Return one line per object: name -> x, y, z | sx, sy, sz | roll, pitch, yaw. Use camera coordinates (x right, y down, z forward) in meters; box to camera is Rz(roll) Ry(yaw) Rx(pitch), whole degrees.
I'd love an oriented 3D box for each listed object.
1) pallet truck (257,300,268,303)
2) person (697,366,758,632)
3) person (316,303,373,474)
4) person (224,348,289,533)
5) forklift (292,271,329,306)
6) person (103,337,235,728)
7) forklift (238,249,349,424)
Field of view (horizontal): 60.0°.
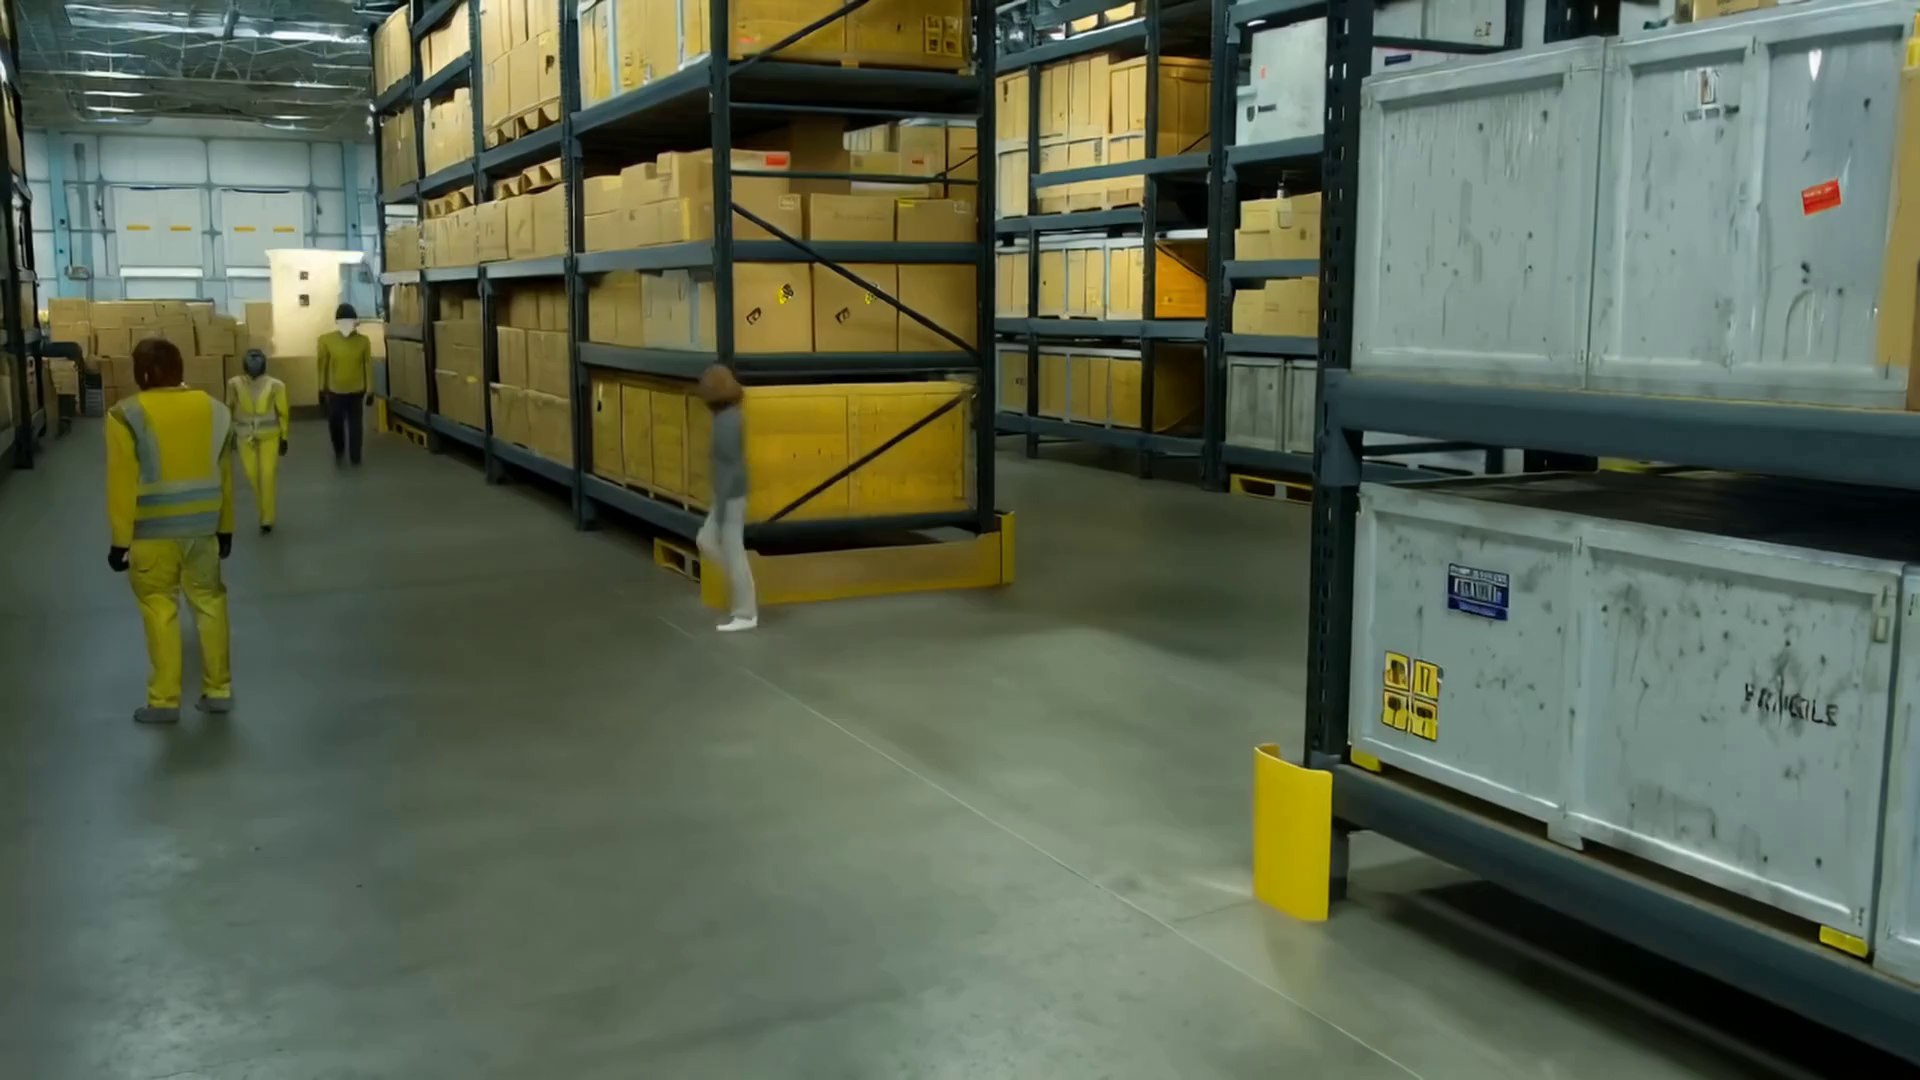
pallet truck -> -23.913, -7.404, 58.171 | 1.885, 1.965, 0.823 | -1, 8, -9
person -> -1.412, -0.246, 10.100 | 0.402, 1.607, 0.609 | -1, 8, -6
person -> -7.143, -1.763, 19.338 | 0.629, 1.978, 0.618 | -3, 9, -22
person -> -6.172, -0.894, 14.625 | 0.515, 1.602, 0.834 | -2, 8, -12
forklift -> -18.631, -6.347, 47.856 | 1.873, 2.768, 1.129 | 8, 12, 44
person -> -3.754, -0.037, 7.909 | 0.429, 1.841, 0.633 | 5, 10, 33
forklift -> -10.795, -3.352, 27.200 | 1.129, 2.768, 1.873 | 3, 9, 19
